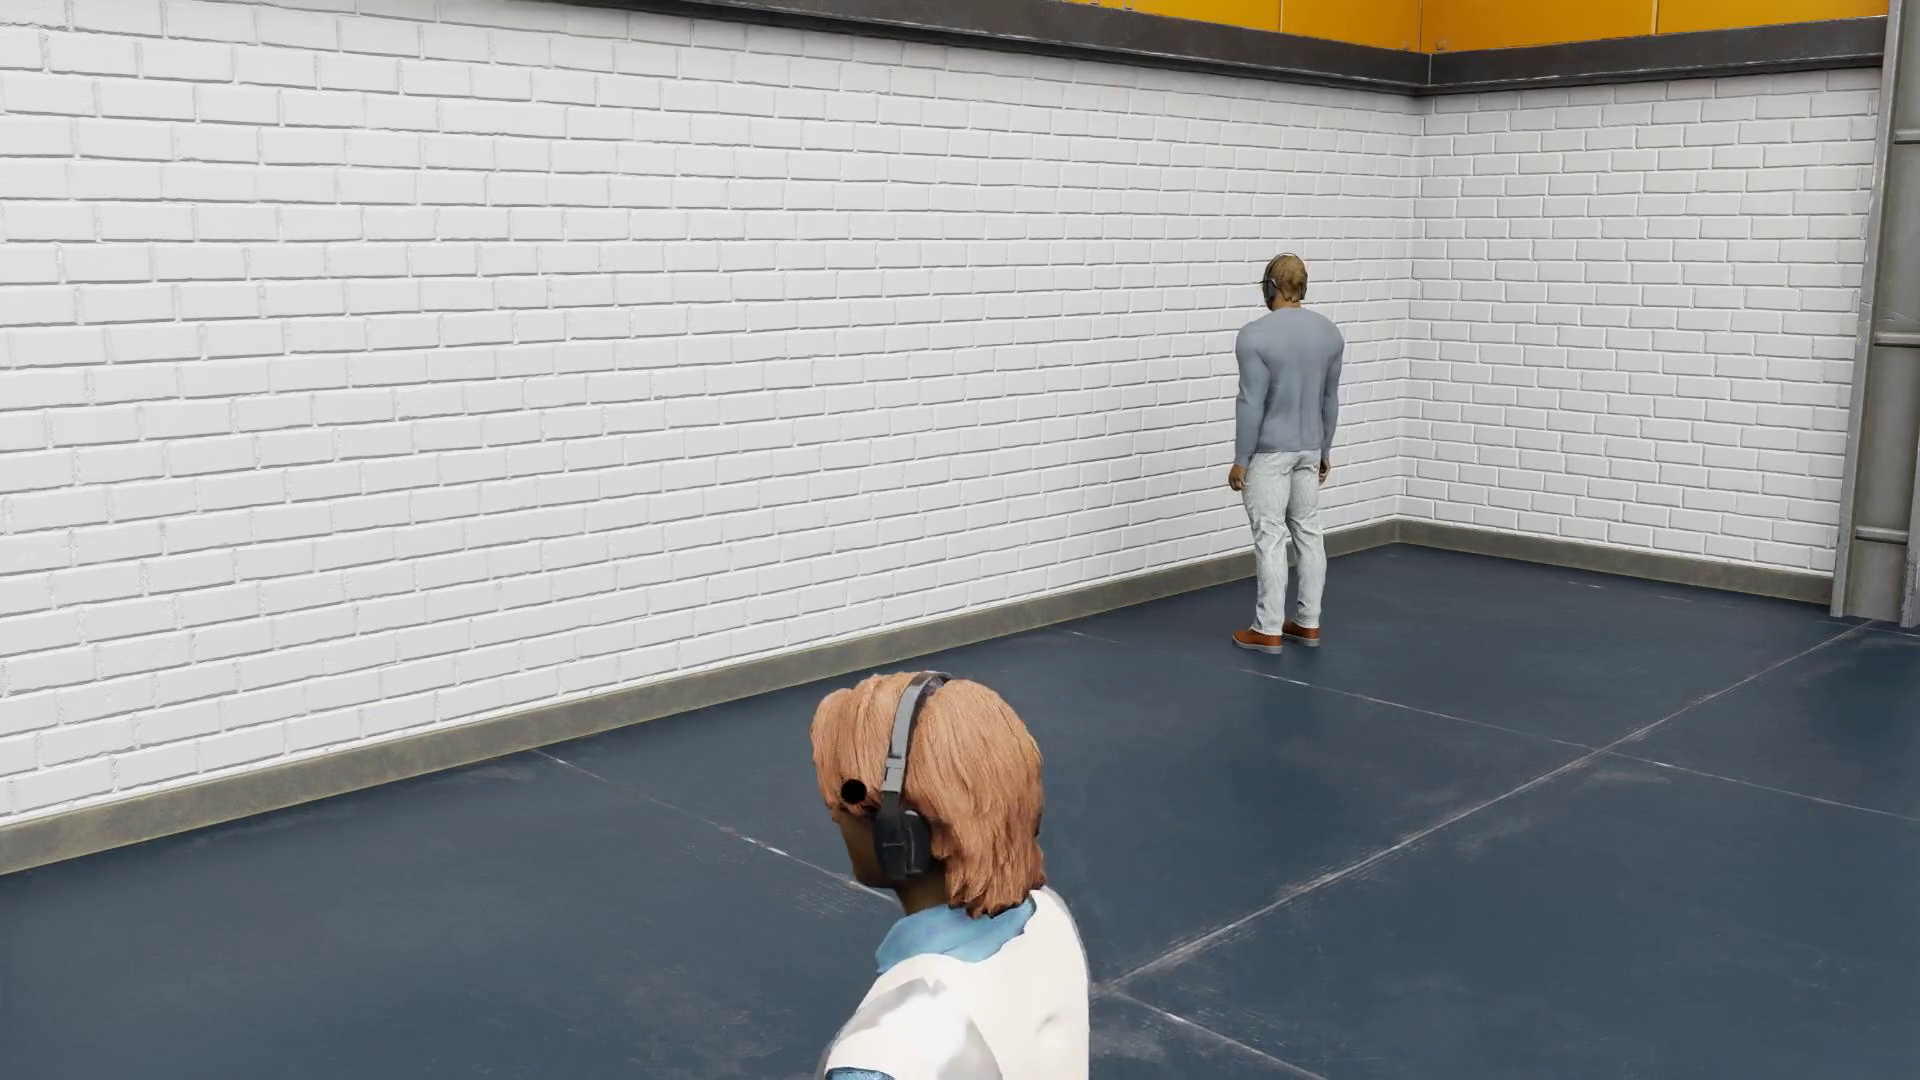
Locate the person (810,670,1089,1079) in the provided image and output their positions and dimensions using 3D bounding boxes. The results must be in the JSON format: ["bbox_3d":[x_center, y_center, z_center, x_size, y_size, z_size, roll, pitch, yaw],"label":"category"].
[{"bbox_3d":[-0.038,0.912,1.789,0.873,1.585,0.541,5,11,24],"label":"person"}]

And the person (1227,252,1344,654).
[{"bbox_3d":[1.573,-0.417,8.095,0.635,1.937,0.353,-6,12,-31],"label":"person"}]
